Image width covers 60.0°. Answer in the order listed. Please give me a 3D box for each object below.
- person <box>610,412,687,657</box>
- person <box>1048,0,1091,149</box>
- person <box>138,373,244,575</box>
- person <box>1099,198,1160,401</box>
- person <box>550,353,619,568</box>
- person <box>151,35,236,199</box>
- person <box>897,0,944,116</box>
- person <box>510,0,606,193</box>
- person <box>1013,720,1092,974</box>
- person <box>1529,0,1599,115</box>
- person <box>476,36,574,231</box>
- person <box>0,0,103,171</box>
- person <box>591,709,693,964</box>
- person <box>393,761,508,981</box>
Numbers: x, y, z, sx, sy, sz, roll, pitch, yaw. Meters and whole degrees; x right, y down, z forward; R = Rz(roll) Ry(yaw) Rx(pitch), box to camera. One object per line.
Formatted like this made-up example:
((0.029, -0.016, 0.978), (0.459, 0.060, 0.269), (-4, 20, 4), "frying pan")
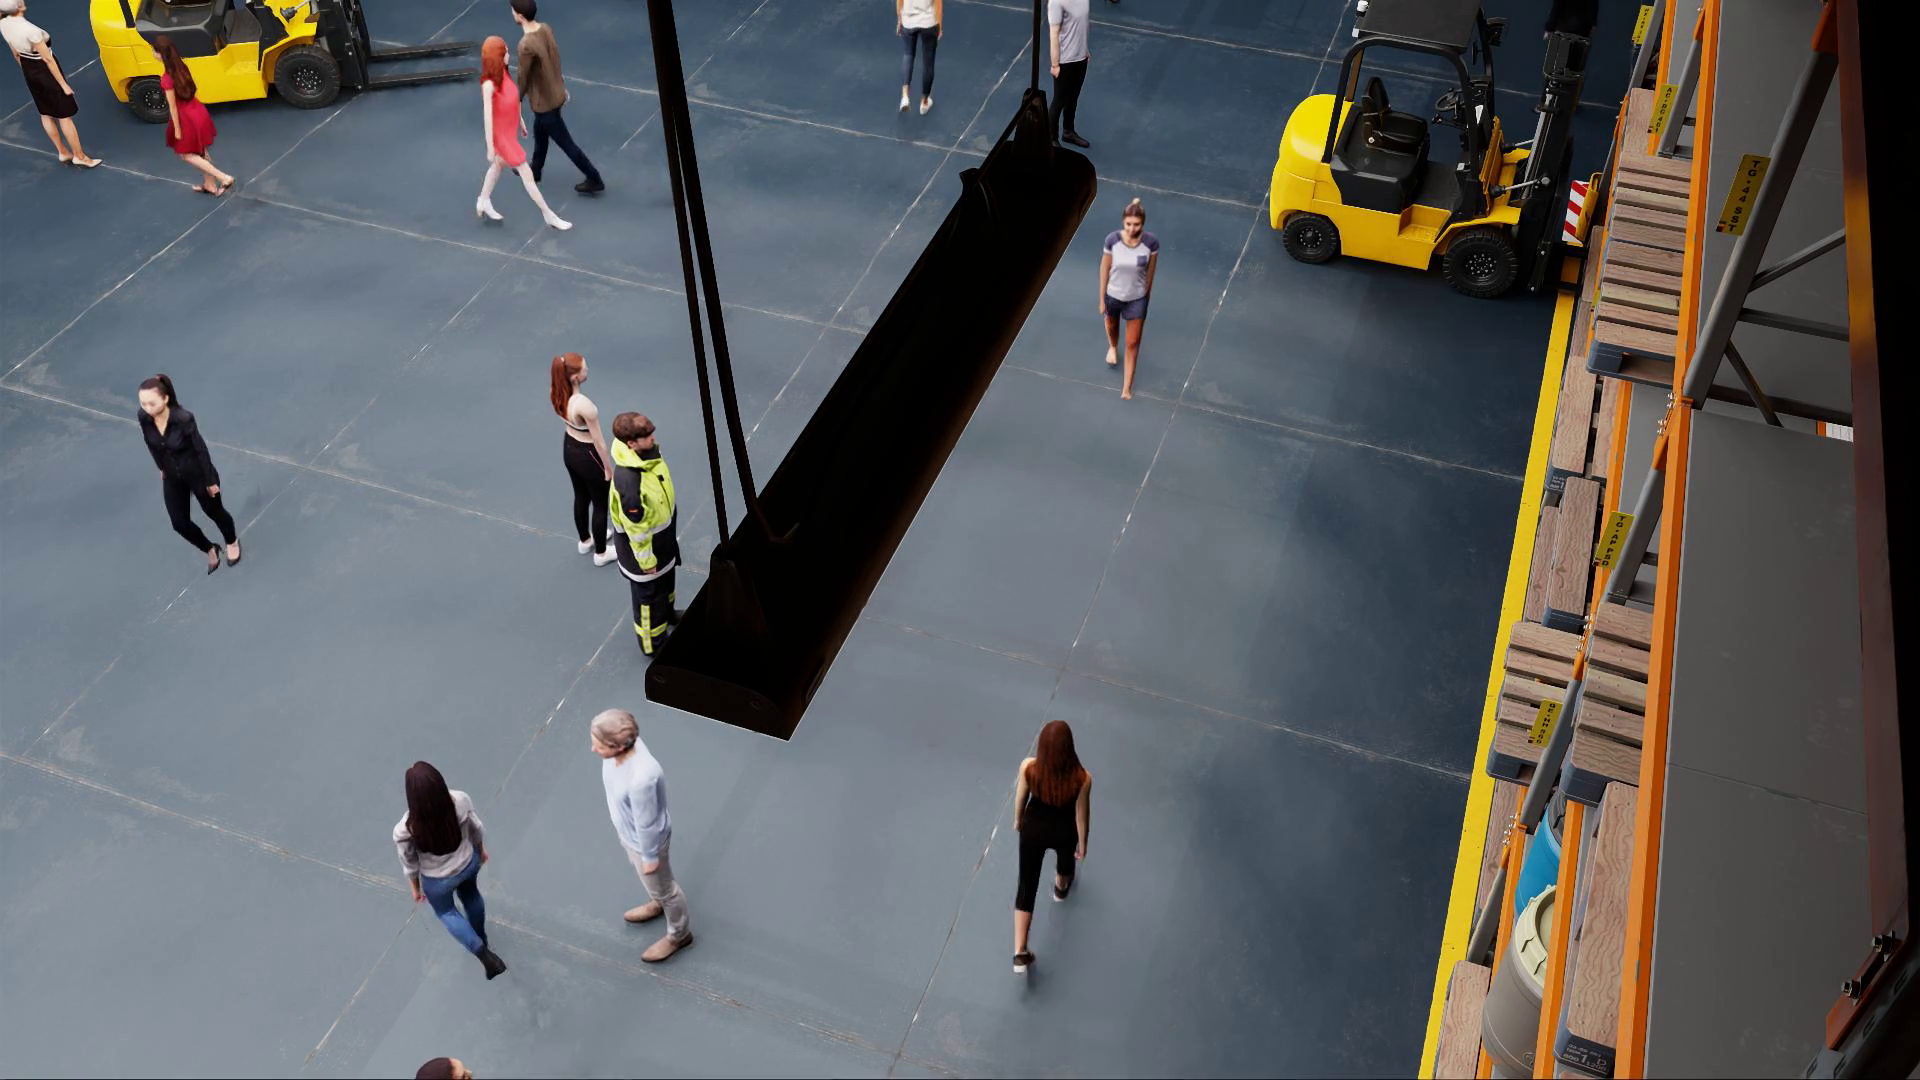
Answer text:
((-2.006, -0.058, 10.613), (0.903, 1.981, 0.722), (0, 44, 0), "person")
((1.001, -4.456, 15.315), (0.796, 1.864, 0.635), (32, 52, 29), "person")
((-5.174, -0.469, 11.252), (0.675, 1.695, 0.701), (4, 44, 4), "person")
((1.272, -1.928, 12.874), (0.718, 1.571, 1.080), (6, 44, 6), "person")
((-2.558, -0.549, 11.303), (0.644, 1.741, 0.624), (32, 52, 29), "person")
((-6.810, -3.740, 14.795), (0.713, 1.544, 0.738), (6, 44, 6), "person")
((-0.399, -4.822, 15.744), (0.637, 1.802, 0.782), (9, 44, 9), "person")
((-3.573, -3.880, 14.729), (0.866, 1.838, 1.152), (6, 44, 7), "person")
((0.459, 1.656, 9.024), (0.638, 1.692, 1.141), (10, 45, 11), "person")
((5.877, -4.847, 15.859), (0.769, 1.679, 0.780), (-2, 44, -2), "person")
((-4.011, -3.464, 14.341), (0.887, 1.770, 1.135), (4, 44, 4), "person")
((-8.318, -4.170, 15.093), (0.636, 1.756, 0.545), (18, 46, 18), "person")
((-1.705, 1.556, 8.986), (0.793, 1.888, 0.753), (-23, 48, -22), "person")
((-2.693, 1.813, 8.915), (0.866, 1.614, 0.873), (-33, 53, -30), "person")
